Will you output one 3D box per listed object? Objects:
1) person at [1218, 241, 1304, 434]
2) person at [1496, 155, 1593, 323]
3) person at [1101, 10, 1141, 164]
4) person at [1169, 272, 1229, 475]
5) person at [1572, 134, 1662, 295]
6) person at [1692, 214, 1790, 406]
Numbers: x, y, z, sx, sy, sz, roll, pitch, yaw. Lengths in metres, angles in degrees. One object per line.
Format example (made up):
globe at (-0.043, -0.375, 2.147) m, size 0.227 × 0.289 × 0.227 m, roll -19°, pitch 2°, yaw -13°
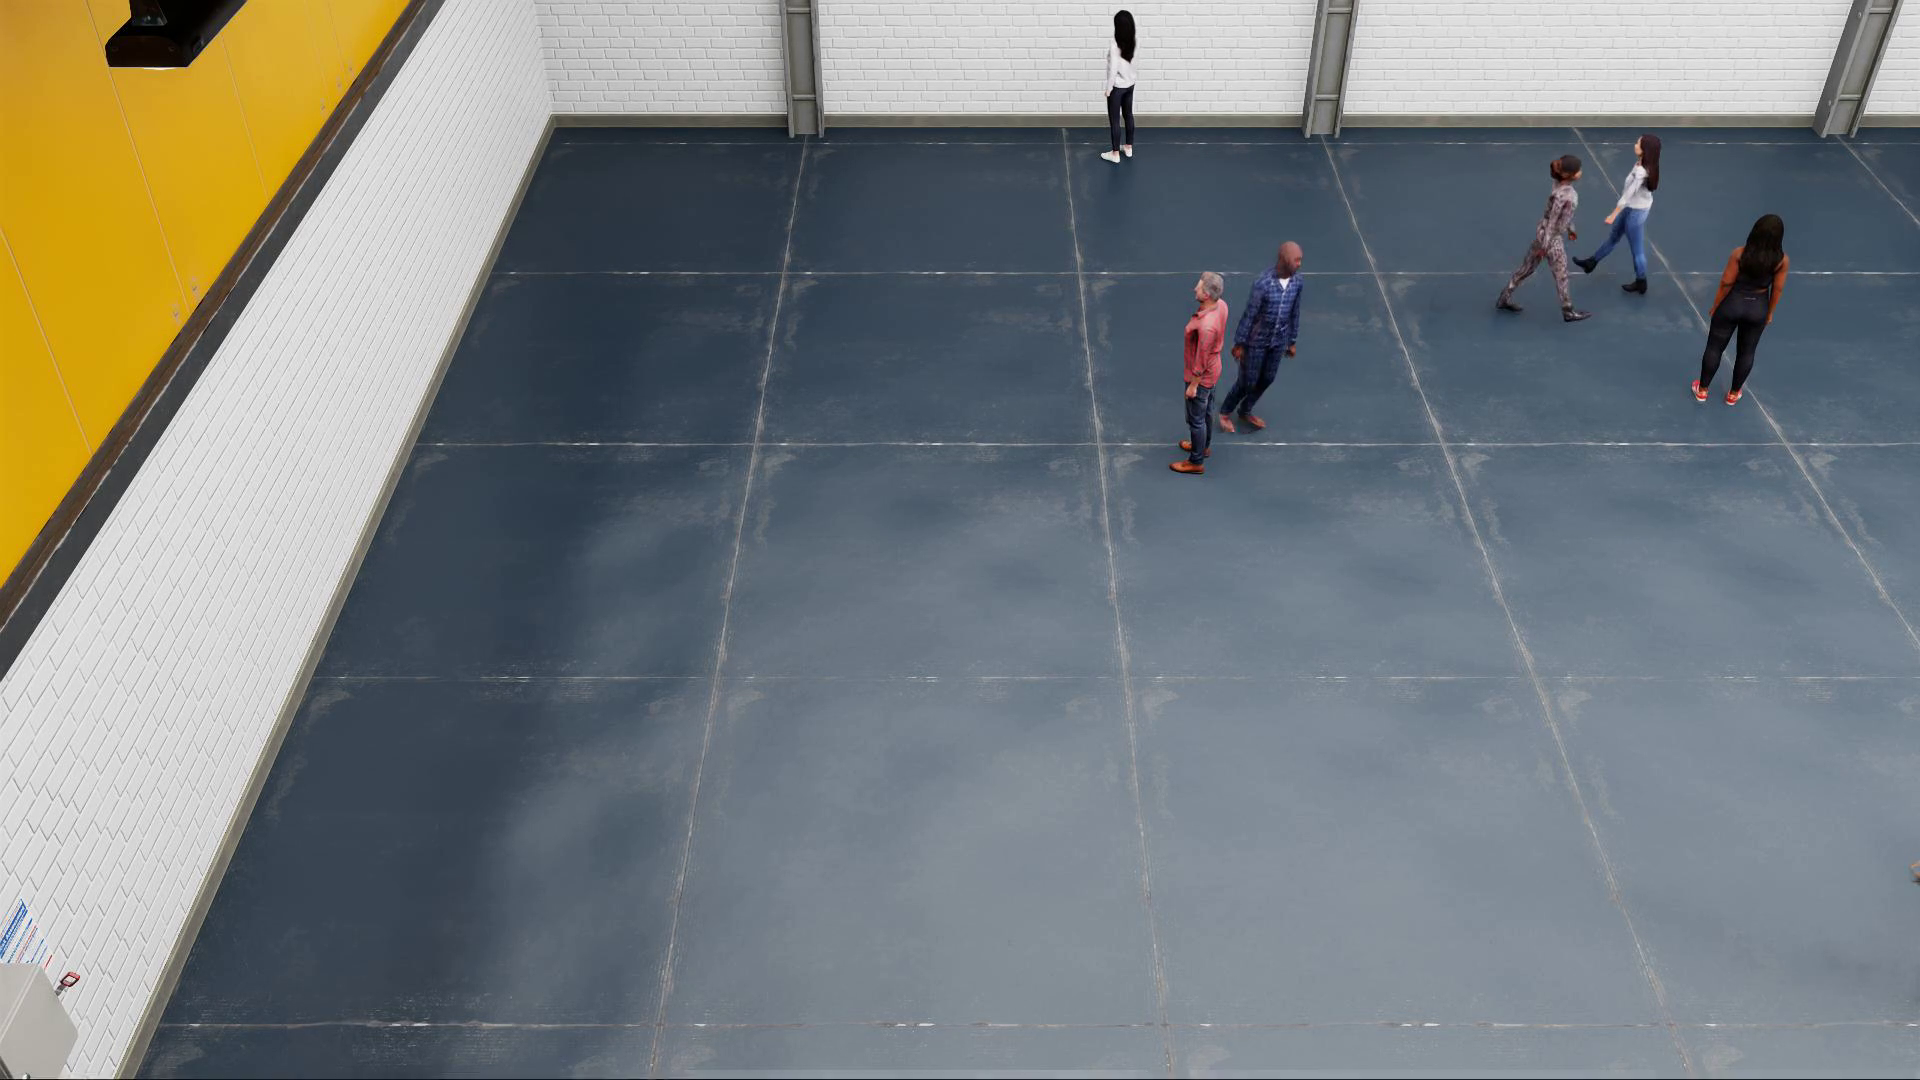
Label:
person at (2.549, -1.723, 14.200) m, size 0.742 × 1.776 × 0.917 m, roll -9°, pitch 40°, yaw -12°
person at (5.467, -2.845, 15.691) m, size 1.162 × 1.669 × 0.800 m, roll 11°, pitch 40°, yaw 14°
person at (1.788, -5.026, 18.396) m, size 0.689 × 1.701 × 0.757 m, roll -30°, pitch 47°, yaw -32°
person at (2.009, -1.391, 13.740) m, size 0.685 × 1.831 × 0.750 m, roll 13°, pitch 40°, yaw 16°
person at (6.618, -3.112, 16.089) m, size 1.103 × 1.591 × 0.918 m, roll 19°, pitch 42°, yaw 22°
person at (6.841, -2.017, 14.537) m, size 0.675 × 1.815 × 0.805 m, roll 12°, pitch 40°, yaw 15°
